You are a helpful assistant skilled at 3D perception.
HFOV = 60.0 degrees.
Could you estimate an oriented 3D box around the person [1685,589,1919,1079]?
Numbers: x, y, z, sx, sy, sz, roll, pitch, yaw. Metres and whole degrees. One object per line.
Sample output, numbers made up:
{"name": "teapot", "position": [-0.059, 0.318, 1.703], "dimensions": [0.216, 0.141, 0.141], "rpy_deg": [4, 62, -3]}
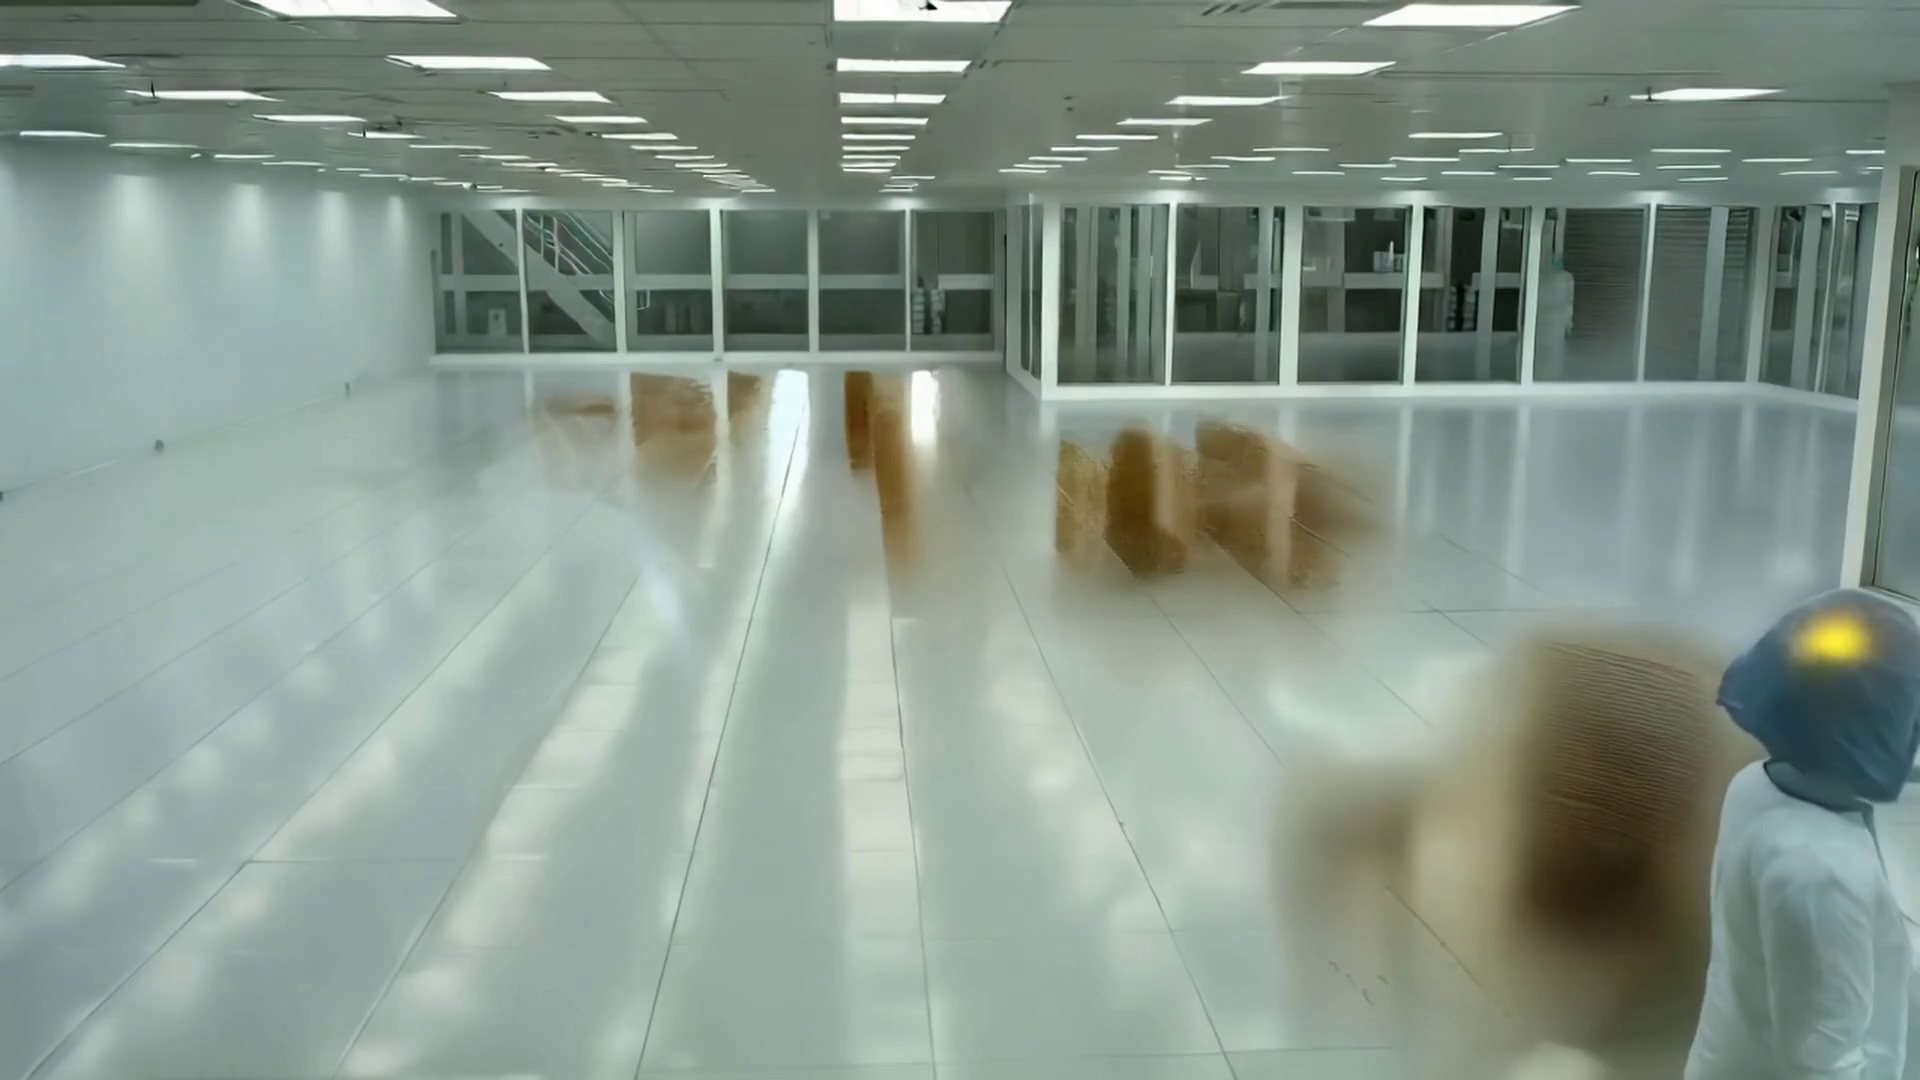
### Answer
{"name": "person", "position": [1.122, 0.865, 2.258], "dimensions": [0.278, 1.633, 0.497], "rpy_deg": [3, 11, 15]}
